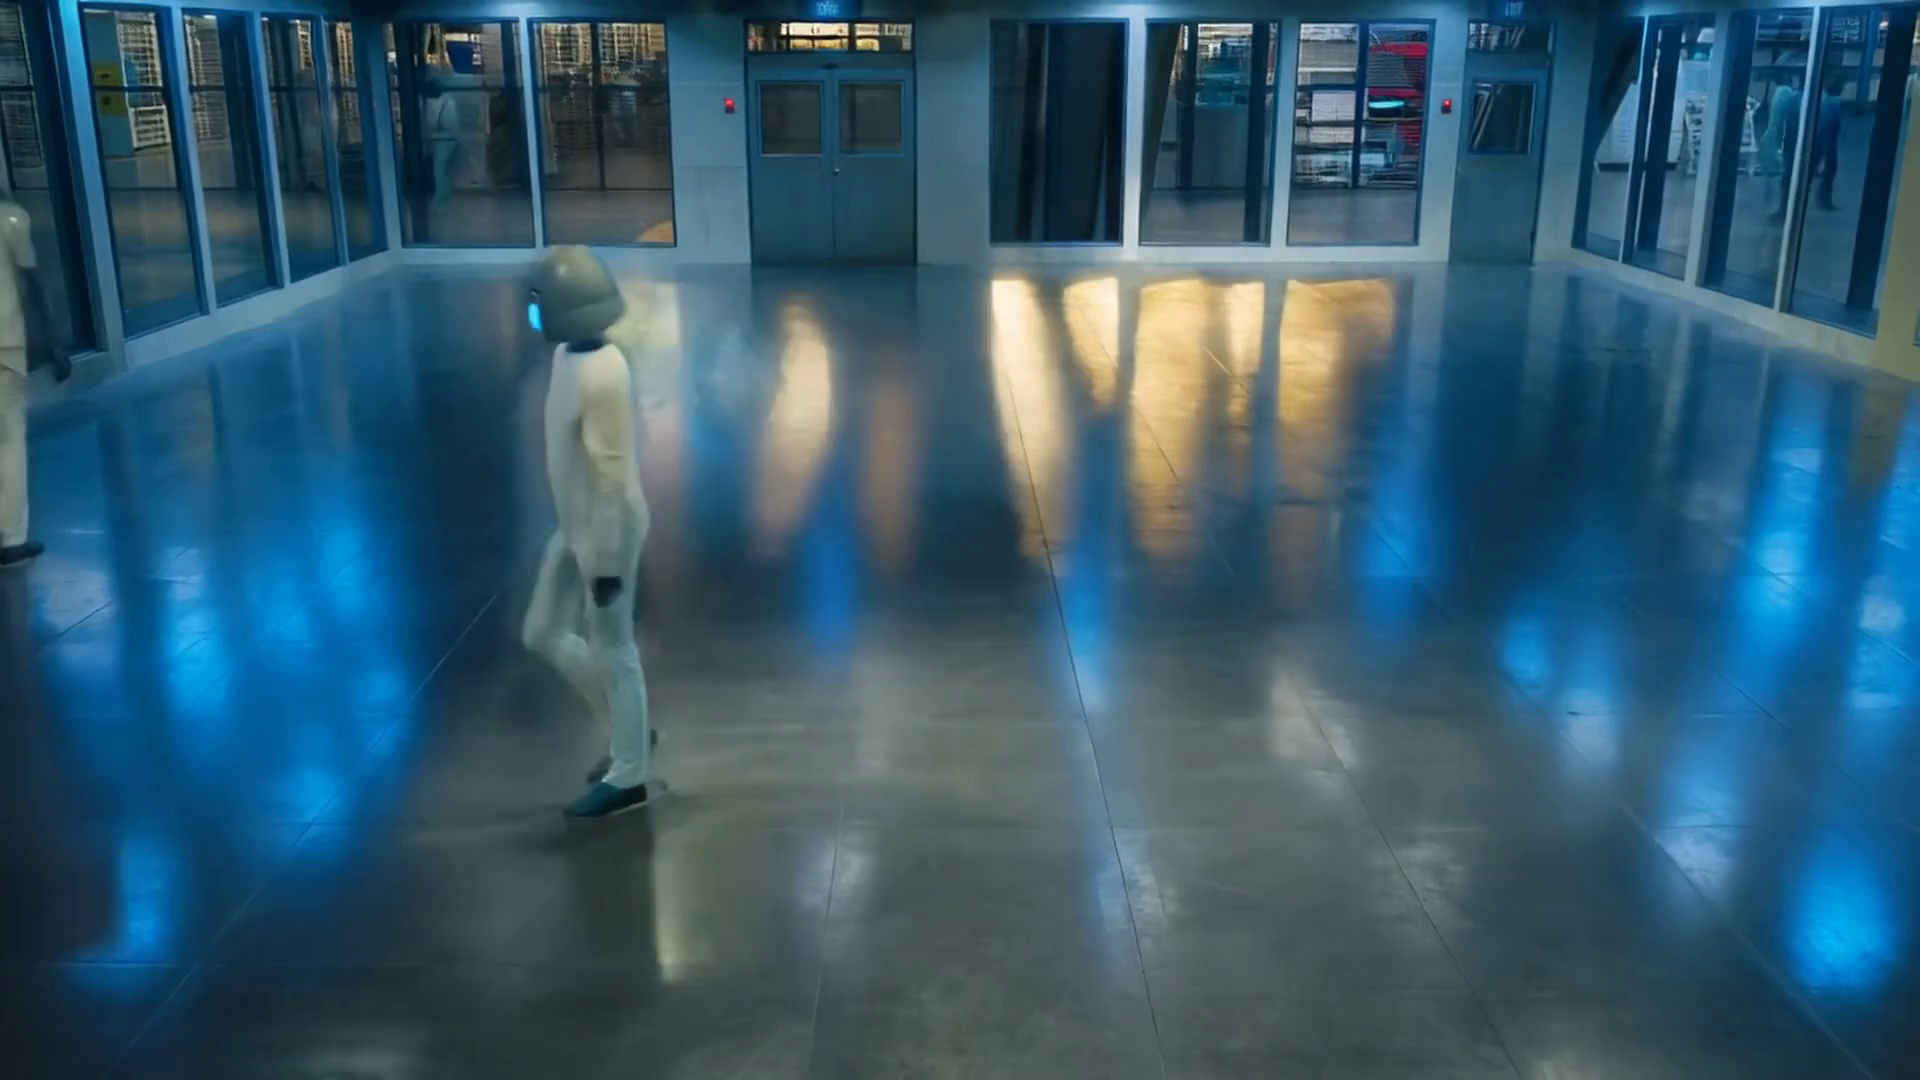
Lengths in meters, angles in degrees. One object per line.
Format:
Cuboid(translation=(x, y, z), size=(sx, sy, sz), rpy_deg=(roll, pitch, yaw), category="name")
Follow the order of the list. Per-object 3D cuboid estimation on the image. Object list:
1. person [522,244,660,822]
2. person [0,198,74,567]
Cuboid(translation=(-1.033, 0.003, 4.574), size=(0.341, 1.620, 0.520), rpy_deg=(-8, 18, -26), category="person")
Cuboid(translation=(-4.059, -0.812, 6.982), size=(0.529, 1.848, 0.516), rpy_deg=(-2, 17, -8), category="person")
